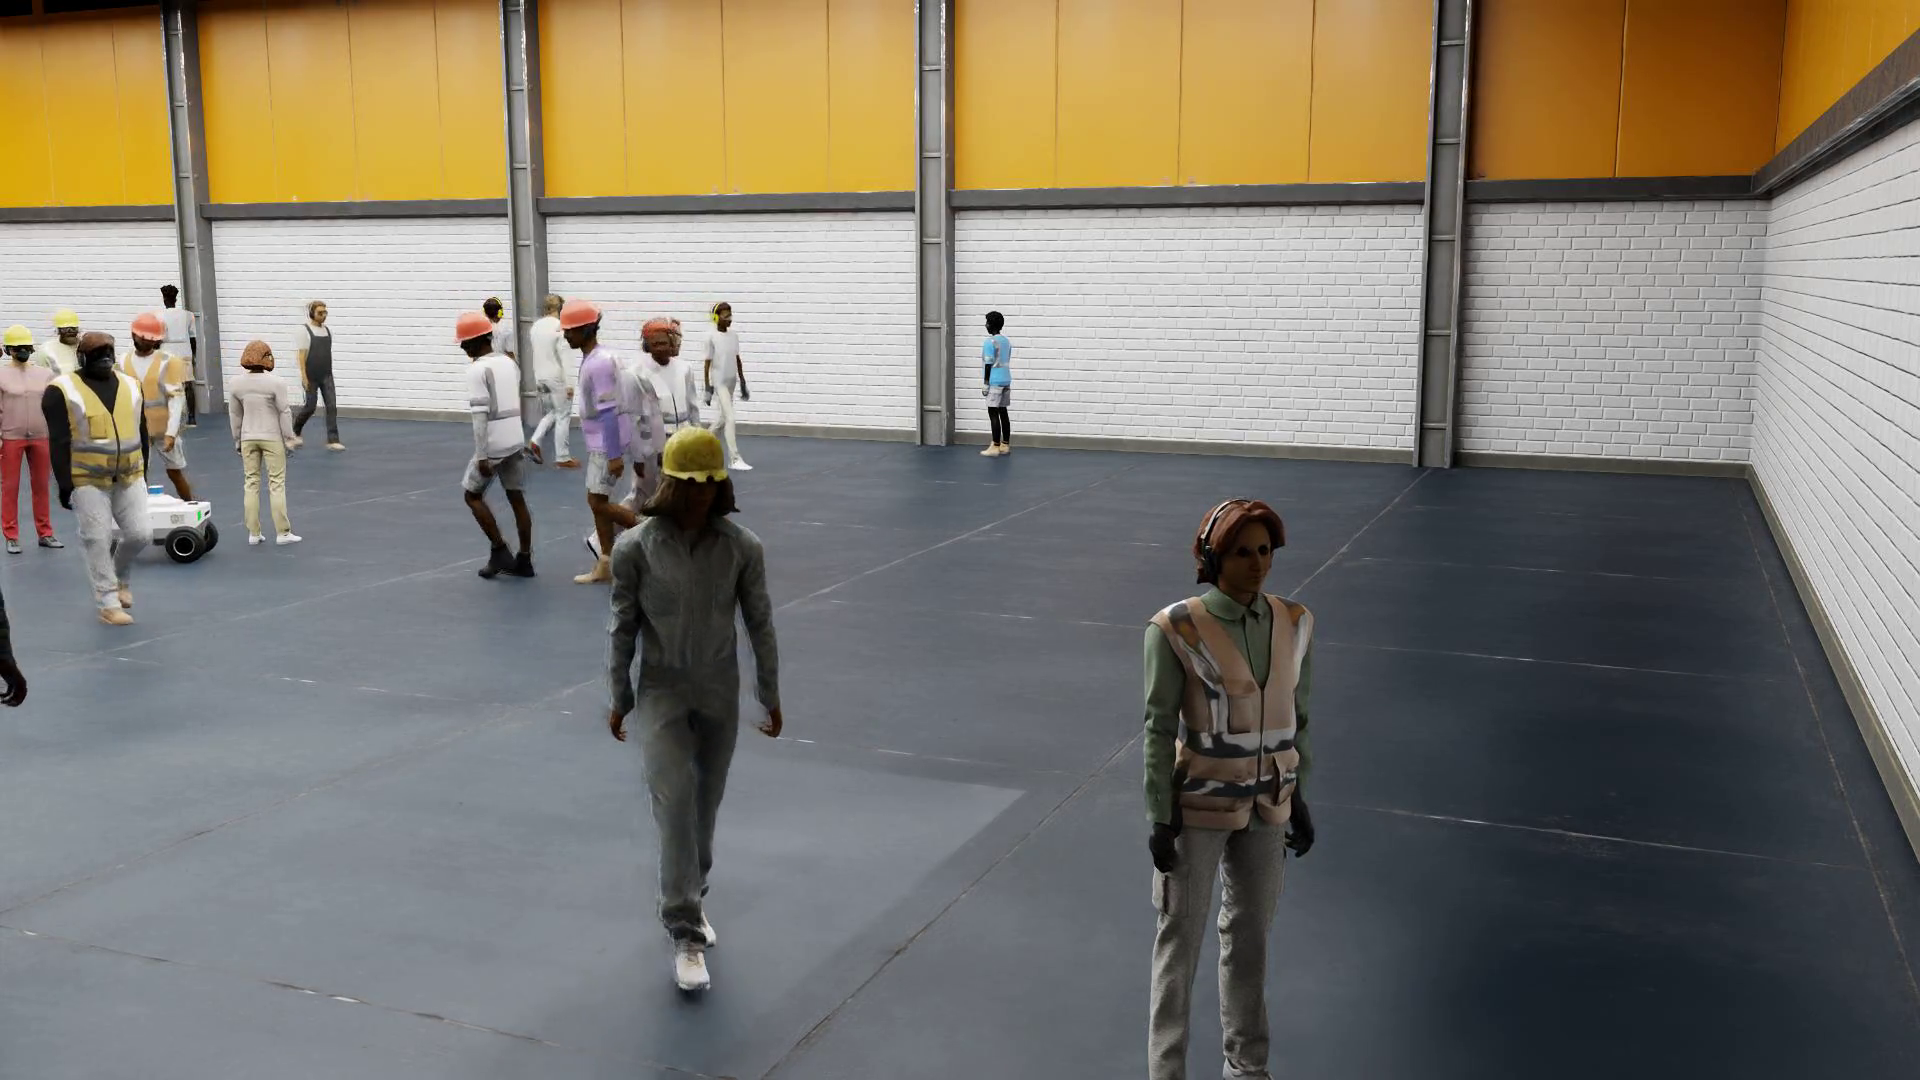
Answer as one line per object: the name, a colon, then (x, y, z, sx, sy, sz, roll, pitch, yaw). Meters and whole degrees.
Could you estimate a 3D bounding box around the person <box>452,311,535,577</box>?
person: (-3.273, -0.661, 11.783, 0.511, 1.899, 0.630, 4, 10, 25)

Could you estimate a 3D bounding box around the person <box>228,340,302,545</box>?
person: (-5.547, -0.772, 13.248, 0.498, 1.634, 0.280, 1, 9, 5)

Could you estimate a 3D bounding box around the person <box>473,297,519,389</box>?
person: (-5.178, -1.764, 18.584, 0.514, 1.861, 0.328, 1, 9, 4)

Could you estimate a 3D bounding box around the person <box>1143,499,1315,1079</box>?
person: (0.686, 0.705, 4.280, 0.511, 1.641, 0.307, -5, 10, -27)

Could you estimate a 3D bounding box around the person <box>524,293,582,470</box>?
person: (-4.440, -1.712, 18.077, 0.695, 1.920, 0.526, 8, 12, 40)

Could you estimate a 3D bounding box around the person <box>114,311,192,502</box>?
person: (-6.449, -0.897, 13.323, 0.540, 1.877, 0.980, -1, 9, -4)

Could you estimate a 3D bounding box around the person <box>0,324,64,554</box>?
person: (-7.262, -0.786, 12.936, 0.326, 1.769, 0.524, 8, 12, 39)

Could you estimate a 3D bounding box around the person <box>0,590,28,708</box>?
person: (-3.469, 0.403, 5.427, 0.996, 1.872, 0.608, 7, 12, 36)

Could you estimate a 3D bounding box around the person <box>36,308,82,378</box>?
person: (-8.512, -1.317, 16.021, 0.610, 1.806, 0.640, -7, 12, -38)

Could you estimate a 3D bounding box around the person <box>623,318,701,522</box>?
person: (-2.159, -0.669, 11.977, 0.787, 1.855, 0.619, 9, 13, 42)

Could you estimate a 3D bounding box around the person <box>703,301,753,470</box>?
person: (-2.635, -1.700, 18.274, 0.883, 1.847, 0.521, 6, 11, 32)

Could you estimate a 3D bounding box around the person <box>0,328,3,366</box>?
person: (-14.870, -2.999, 25.507, 0.605, 2.045, 0.382, 7, 11, 35)

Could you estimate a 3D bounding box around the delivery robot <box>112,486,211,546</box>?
delivery robot: (-6.054, -0.167, 12.542, 0.707, 0.478, 0.477, -1, 10, -12)

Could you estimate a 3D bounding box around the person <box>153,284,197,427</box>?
person: (-10.719, -2.497, 22.700, 0.367, 1.966, 0.606, 8, 12, 41)

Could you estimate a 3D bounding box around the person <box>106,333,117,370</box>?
person: (-7.906, -1.097, 15.276, 0.649, 1.612, 0.514, -2, 10, -13)

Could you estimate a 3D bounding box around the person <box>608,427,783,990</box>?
person: (-0.797, 0.511, 5.201, 0.517, 1.710, 0.762, -5, 10, -27)

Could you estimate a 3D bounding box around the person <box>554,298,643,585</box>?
person: (-2.427, -0.667, 11.519, 0.685, 2.009, 0.615, -3, 10, -17)

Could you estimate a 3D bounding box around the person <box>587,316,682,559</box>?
person: (-2.255, -0.691, 12.068, 0.907, 1.866, 0.653, 1, 9, 5)

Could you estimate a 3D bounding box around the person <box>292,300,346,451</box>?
person: (-7.777, -1.981, 20.017, 0.761, 1.823, 0.522, 6, 11, 33)

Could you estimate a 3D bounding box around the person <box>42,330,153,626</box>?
person: (-5.312, -0.383, 10.306, 0.476, 1.827, 0.632, 8, 12, 39)

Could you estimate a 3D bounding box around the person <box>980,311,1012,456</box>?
person: (0.425, -1.823, 19.454, 0.319, 1.694, 0.532, 5, 11, 27)
